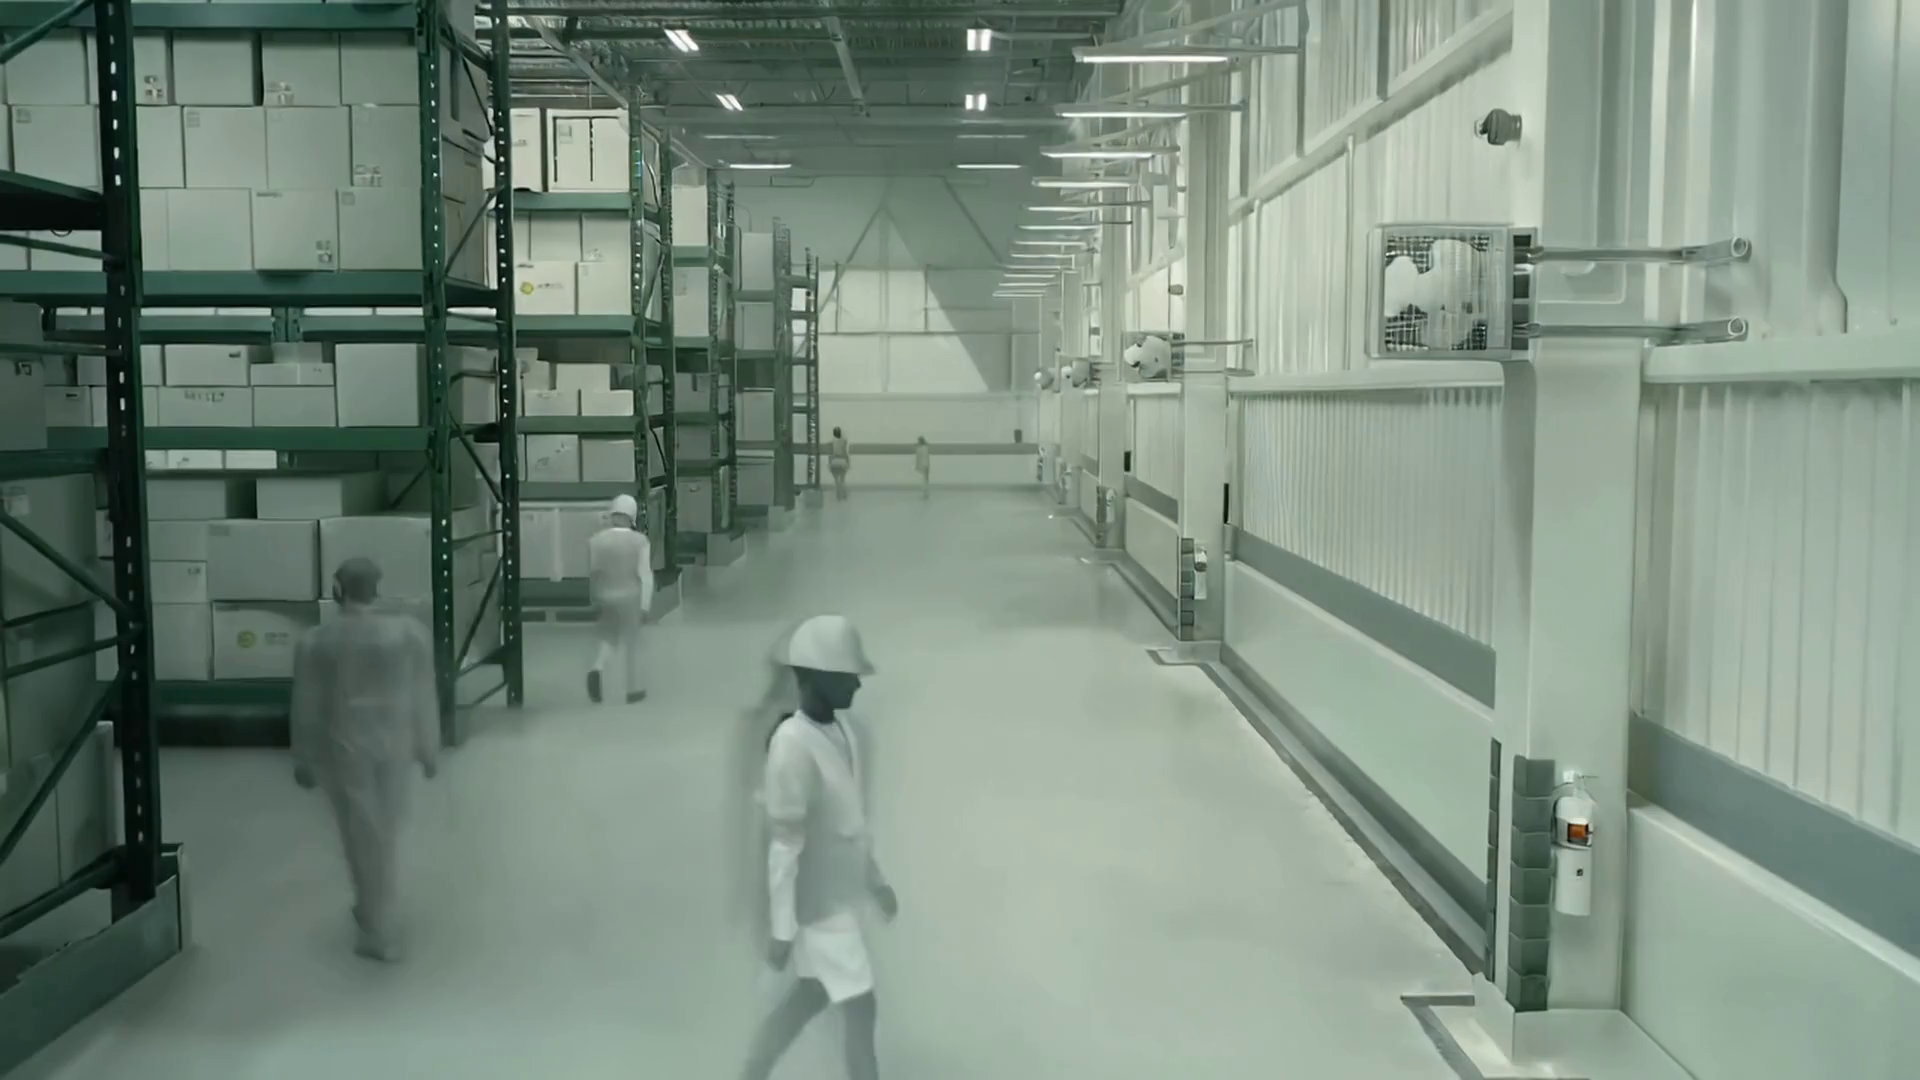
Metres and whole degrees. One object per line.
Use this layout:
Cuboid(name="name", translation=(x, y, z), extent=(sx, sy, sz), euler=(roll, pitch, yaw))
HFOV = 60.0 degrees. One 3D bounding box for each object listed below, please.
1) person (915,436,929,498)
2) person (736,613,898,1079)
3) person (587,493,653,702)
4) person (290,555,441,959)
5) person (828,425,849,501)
Cuboid(name="person", translation=(-0.989, -1.894, 43.248), extent=(0.351, 1.624, 0.625), euler=(-2, 5, -18))
Cuboid(name="person", translation=(-0.466, 1.189, 5.658), extent=(0.857, 1.906, 0.547), euler=(1, 5, 8))
Cuboid(name="person", translation=(-2.905, 0.510, 14.118), extent=(0.595, 1.819, 0.639), euler=(1, 5, 14))
Cuboid(name="person", translation=(-2.891, 1.006, 7.948), extent=(0.819, 1.874, 0.645), euler=(5, 7, 45))
Cuboid(name="person", translation=(-3.092, -1.947, 42.137), extent=(0.539, 1.920, 0.401), euler=(-2, 5, -24))
